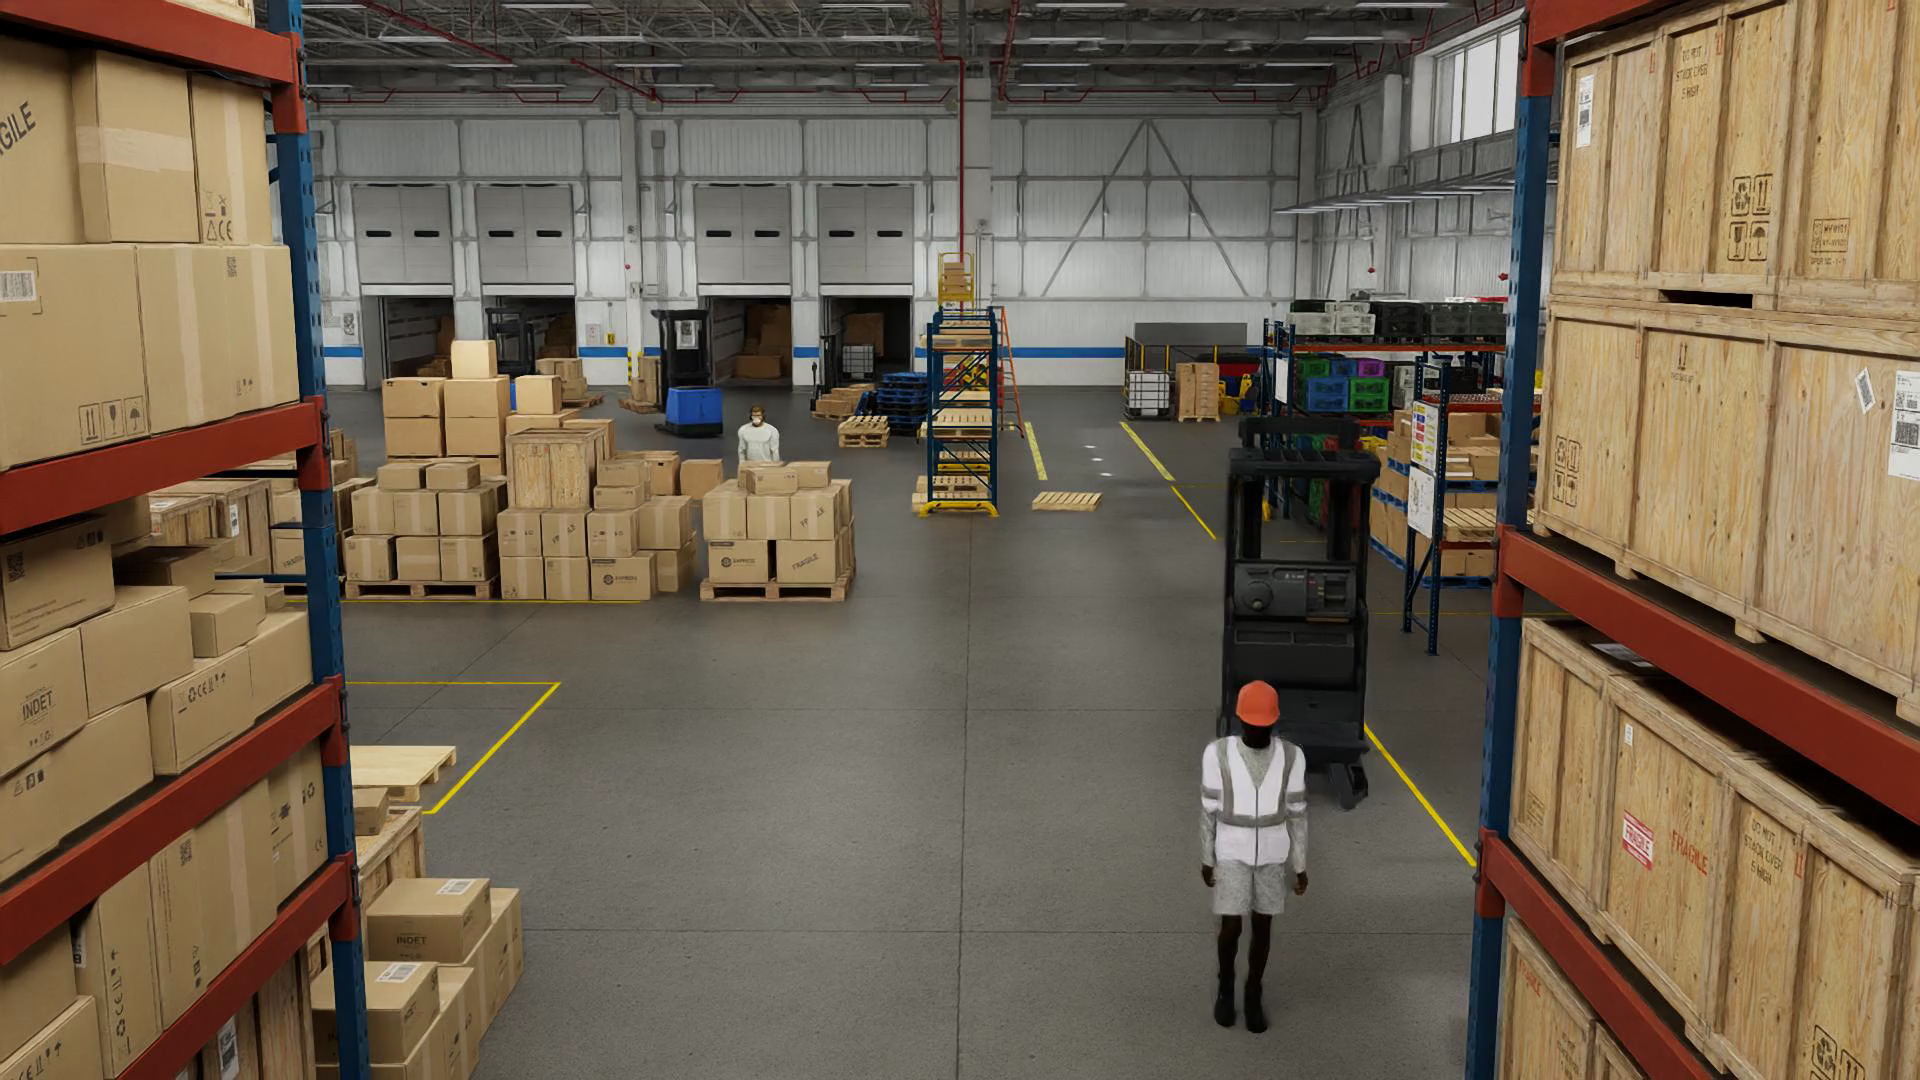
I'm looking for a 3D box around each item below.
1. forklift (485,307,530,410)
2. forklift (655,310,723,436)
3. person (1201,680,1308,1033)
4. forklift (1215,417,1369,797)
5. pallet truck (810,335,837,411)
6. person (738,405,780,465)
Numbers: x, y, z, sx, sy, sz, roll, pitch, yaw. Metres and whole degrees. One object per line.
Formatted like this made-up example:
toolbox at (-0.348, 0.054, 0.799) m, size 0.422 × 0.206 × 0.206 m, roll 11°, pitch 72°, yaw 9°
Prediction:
forklift at (-10.751, -4.150, 39.642) m, size 1.129 × 2.768 × 1.873 m, roll 0°, pitch 10°, yaw 1°
forklift at (-6.183, -3.833, 37.814) m, size 1.129 × 2.768 × 1.873 m, roll -5°, pitch 11°, yaw -25°
person at (1.559, 1.674, 8.798) m, size 0.553 × 1.922 × 0.424 m, roll 0°, pitch 10°, yaw 0°
forklift at (2.657, 0.414, 13.315) m, size 1.129 × 2.768 × 1.873 m, roll 1°, pitch 10°, yaw 8°
pallet truck at (-3.021, -4.312, 43.126) m, size 1.885 × 1.965 × 0.823 m, roll 3°, pitch 10°, yaw 17°
person at (-2.944, -1.020, 24.357) m, size 0.623 × 1.932 × 0.373 m, roll 2°, pitch 10°, yaw 12°
